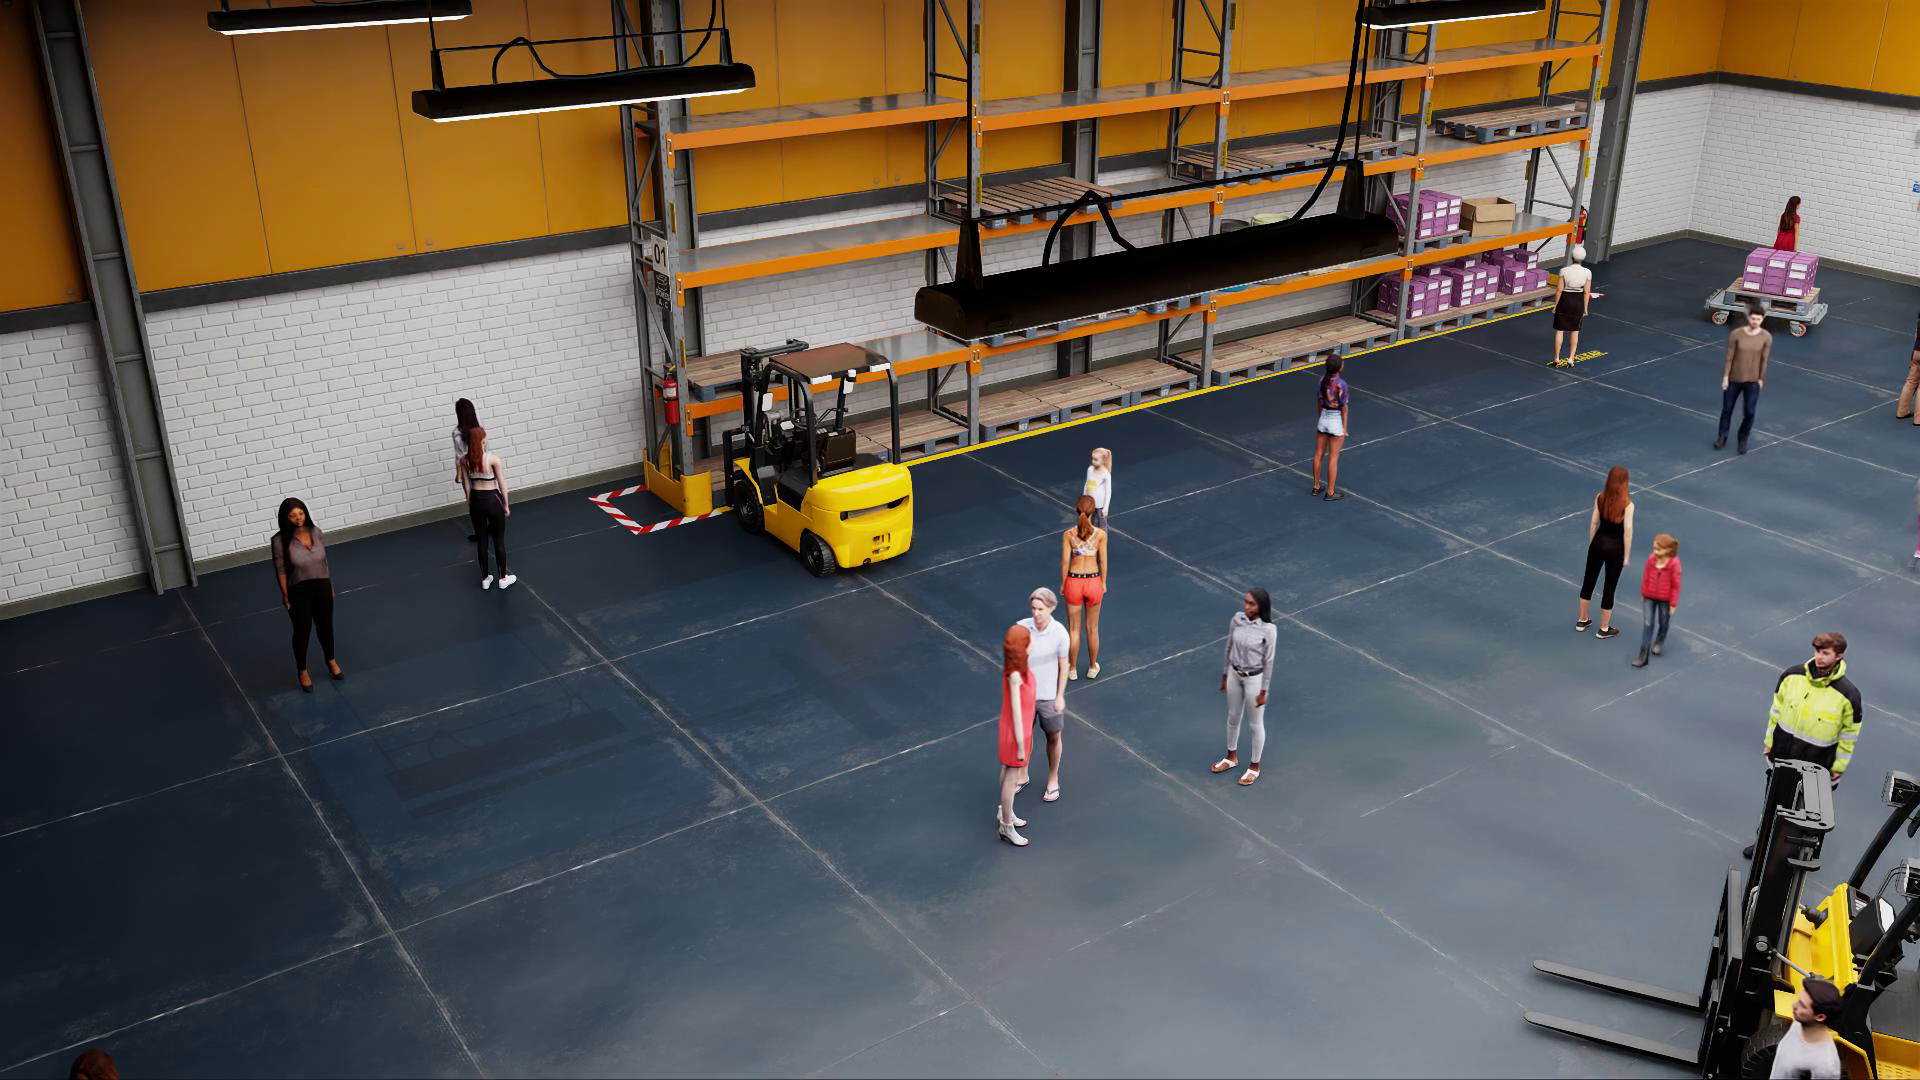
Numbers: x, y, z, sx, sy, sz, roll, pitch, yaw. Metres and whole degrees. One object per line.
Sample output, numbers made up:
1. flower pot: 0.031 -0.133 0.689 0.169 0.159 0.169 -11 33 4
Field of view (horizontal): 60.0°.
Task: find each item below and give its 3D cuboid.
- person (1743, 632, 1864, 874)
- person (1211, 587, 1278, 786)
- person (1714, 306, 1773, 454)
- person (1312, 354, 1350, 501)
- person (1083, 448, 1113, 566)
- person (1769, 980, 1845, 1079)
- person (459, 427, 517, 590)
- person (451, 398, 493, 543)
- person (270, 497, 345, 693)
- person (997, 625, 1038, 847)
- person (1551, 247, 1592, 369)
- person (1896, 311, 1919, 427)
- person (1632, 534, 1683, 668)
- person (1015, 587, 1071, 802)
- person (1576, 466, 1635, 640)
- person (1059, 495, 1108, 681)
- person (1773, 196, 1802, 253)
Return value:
1. person: 6.320 1.568 12.393 0.668 1.981 0.793 -19 30 -37
2. person: 2.359 1.169 13.627 0.564 1.724 0.622 -21 31 -39
3. person: 9.773 -2.030 20.753 0.780 1.878 0.813 12 26 25
4. person: 4.301 -1.325 19.311 0.510 1.741 0.570 -17 29 -33
5. person: 1.470 -0.384 17.734 0.537 1.279 0.518 -21 31 -40
6. person: 4.466 3.150 8.921 0.780 1.863 0.722 4 24 8
7. person: -4.854 -0.333 17.039 0.644 1.742 0.724 2 24 4
8. person: -5.305 -0.772 18.181 0.730 1.632 0.596 12 27 26
9. person: -5.927 0.471 15.076 0.763 1.842 0.617 19 30 37
10. person: 0.420 1.478 12.792 0.701 1.826 0.678 0 24 1
11. person: 8.767 -3.340 23.903 0.715 1.754 0.747 7 24 15
12. person: 12.635 -2.434 21.722 0.731 1.841 0.762 -5 24 -11
13. person: 6.599 0.536 15.622 0.668 1.285 0.943 18 30 36
14. person: 0.646 1.216 13.384 0.736 1.832 0.753 9 25 19
15. person: 6.240 0.102 16.065 0.515 1.726 0.570 -17 29 -33
16. person: 1.126 0.436 15.221 0.642 1.789 0.733 0 24 0
17. person: 13.904 -5.019 27.995 0.627 1.553 0.573 -12 26 -26
